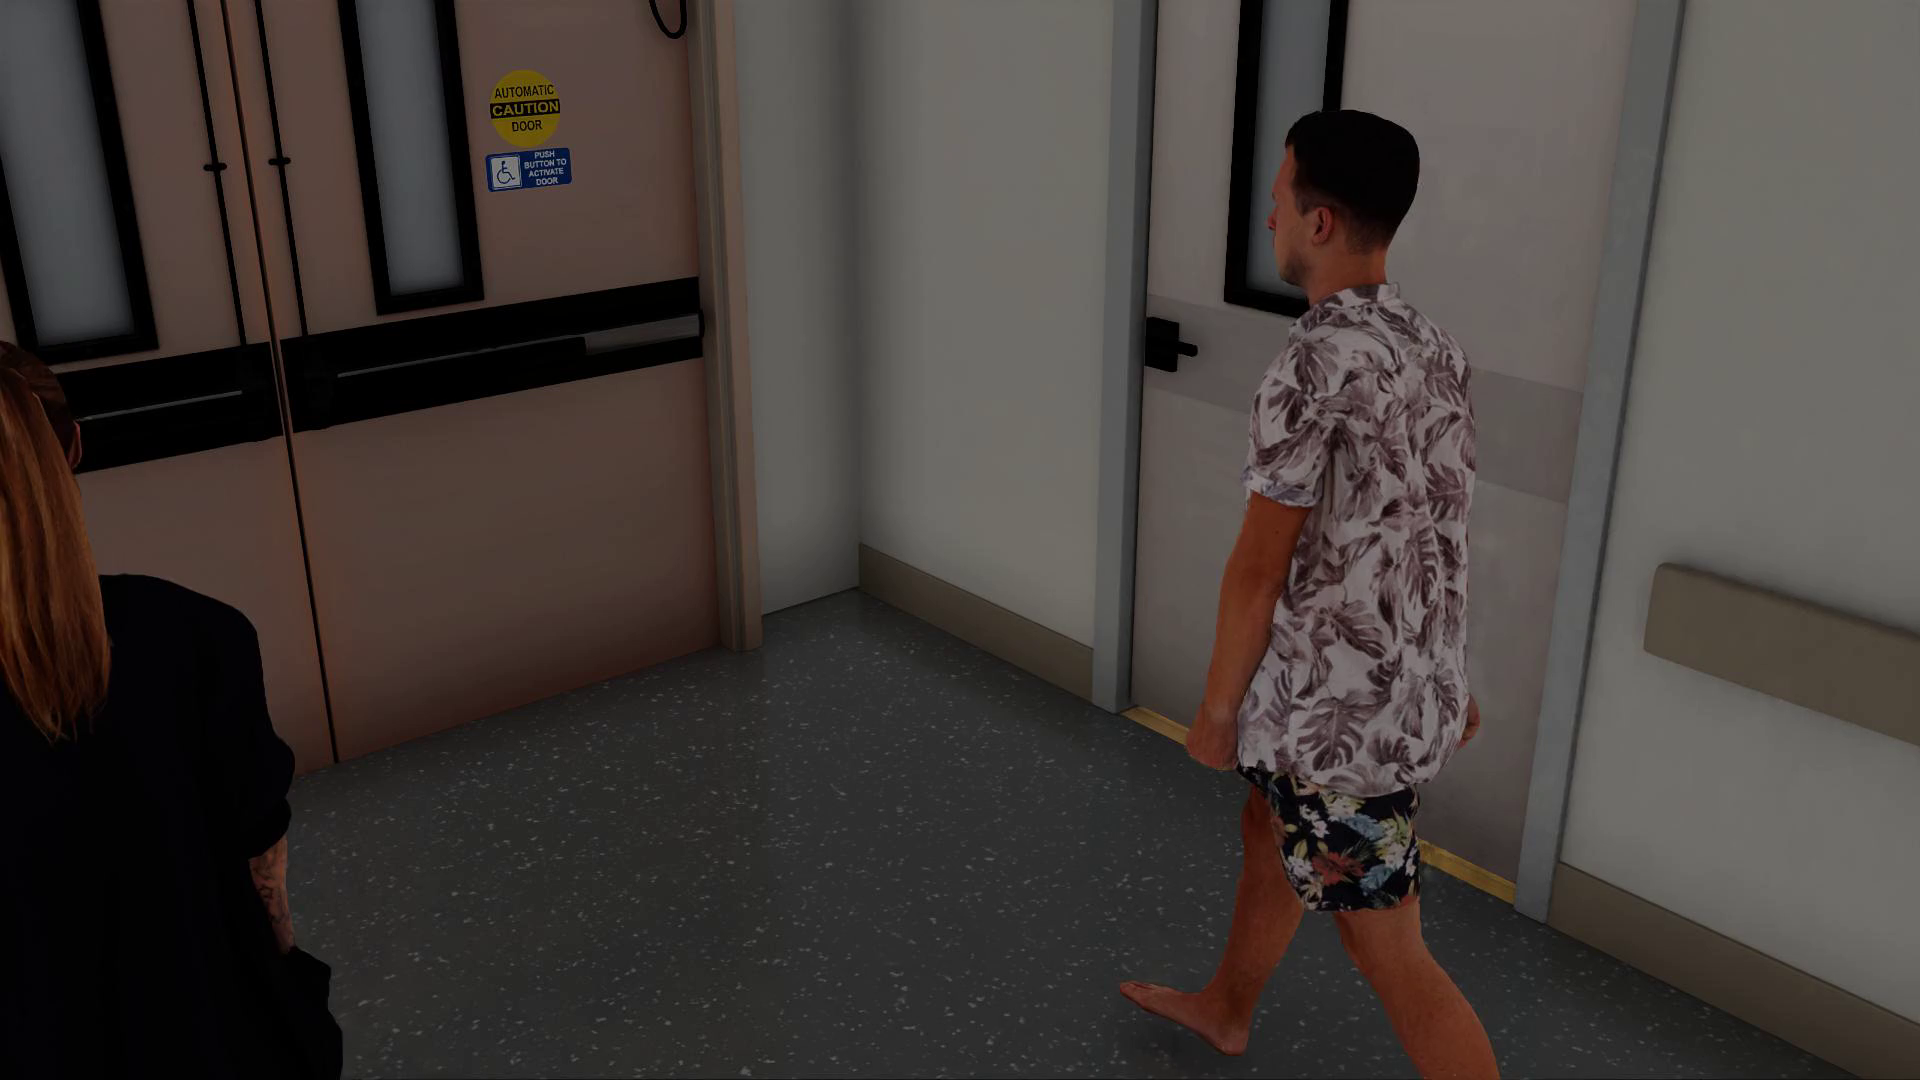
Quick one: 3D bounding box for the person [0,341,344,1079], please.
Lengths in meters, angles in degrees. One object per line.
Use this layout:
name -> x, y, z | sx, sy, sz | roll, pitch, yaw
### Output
person -> -0.934, 0.617, 1.903 | 0.749, 1.656, 1.020 | -11, 24, -28

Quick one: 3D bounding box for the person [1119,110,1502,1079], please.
person -> 0.691, 0.277, 2.638 | 1.190, 1.771, 0.813 | 17, 27, 38
